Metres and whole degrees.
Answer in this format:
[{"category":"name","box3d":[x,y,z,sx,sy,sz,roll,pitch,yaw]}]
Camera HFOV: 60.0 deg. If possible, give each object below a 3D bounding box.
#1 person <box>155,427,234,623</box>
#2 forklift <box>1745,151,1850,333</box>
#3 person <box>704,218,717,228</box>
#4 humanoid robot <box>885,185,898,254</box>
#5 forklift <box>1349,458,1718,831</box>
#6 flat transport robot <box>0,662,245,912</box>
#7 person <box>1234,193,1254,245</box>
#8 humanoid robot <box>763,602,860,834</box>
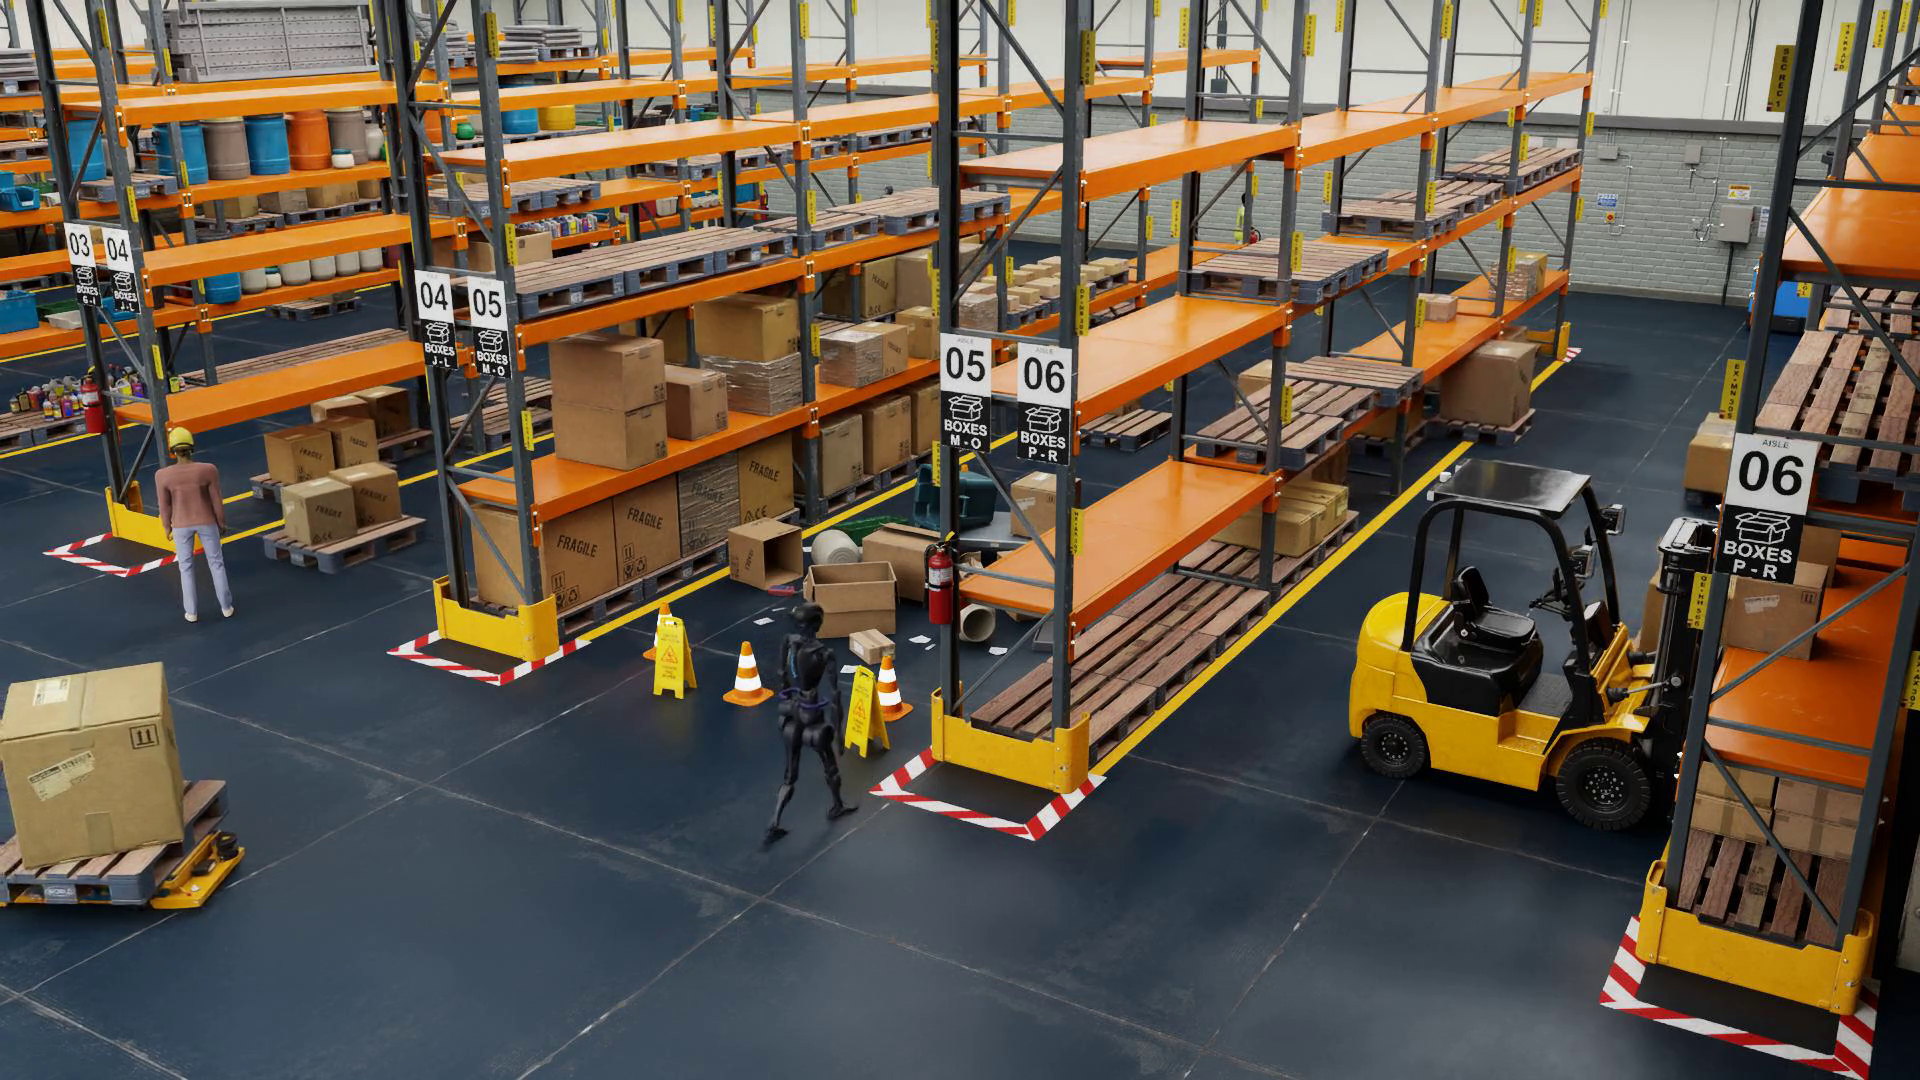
[{"category":"person","box3d":[-6.788,-0.140,14.745,0.519,1.758,0.340,-9,21,-24]},{"category":"forklift","box3d":[13.620,-4.667,26.137,1.873,2.768,1.129,11,22,29]},{"category":"person","box3d":[-5.237,-7.062,34.864,0.489,1.688,0.350,-6,20,-18]},{"category":"humanoid robot","box3d":[-1.371,-5.935,31.694,0.612,1.636,0.766,-10,21,-26]},{"category":"forklift","box3d":[3.988,0.658,11.776,2.313,2.155,1.214,11,22,29]},{"category":"flat transport robot","box3d":[-5.397,2.084,10.589,1.431,0.231,0.659,0,19,1]},{"category":"person","box3d":[5.181,-5.513,30.383,0.321,1.686,0.537,-2,19,-5]},{"category":"humanoid robot","box3d":[-1.024,1.195,11.118,0.589,1.656,0.756,15,24,36]}]
